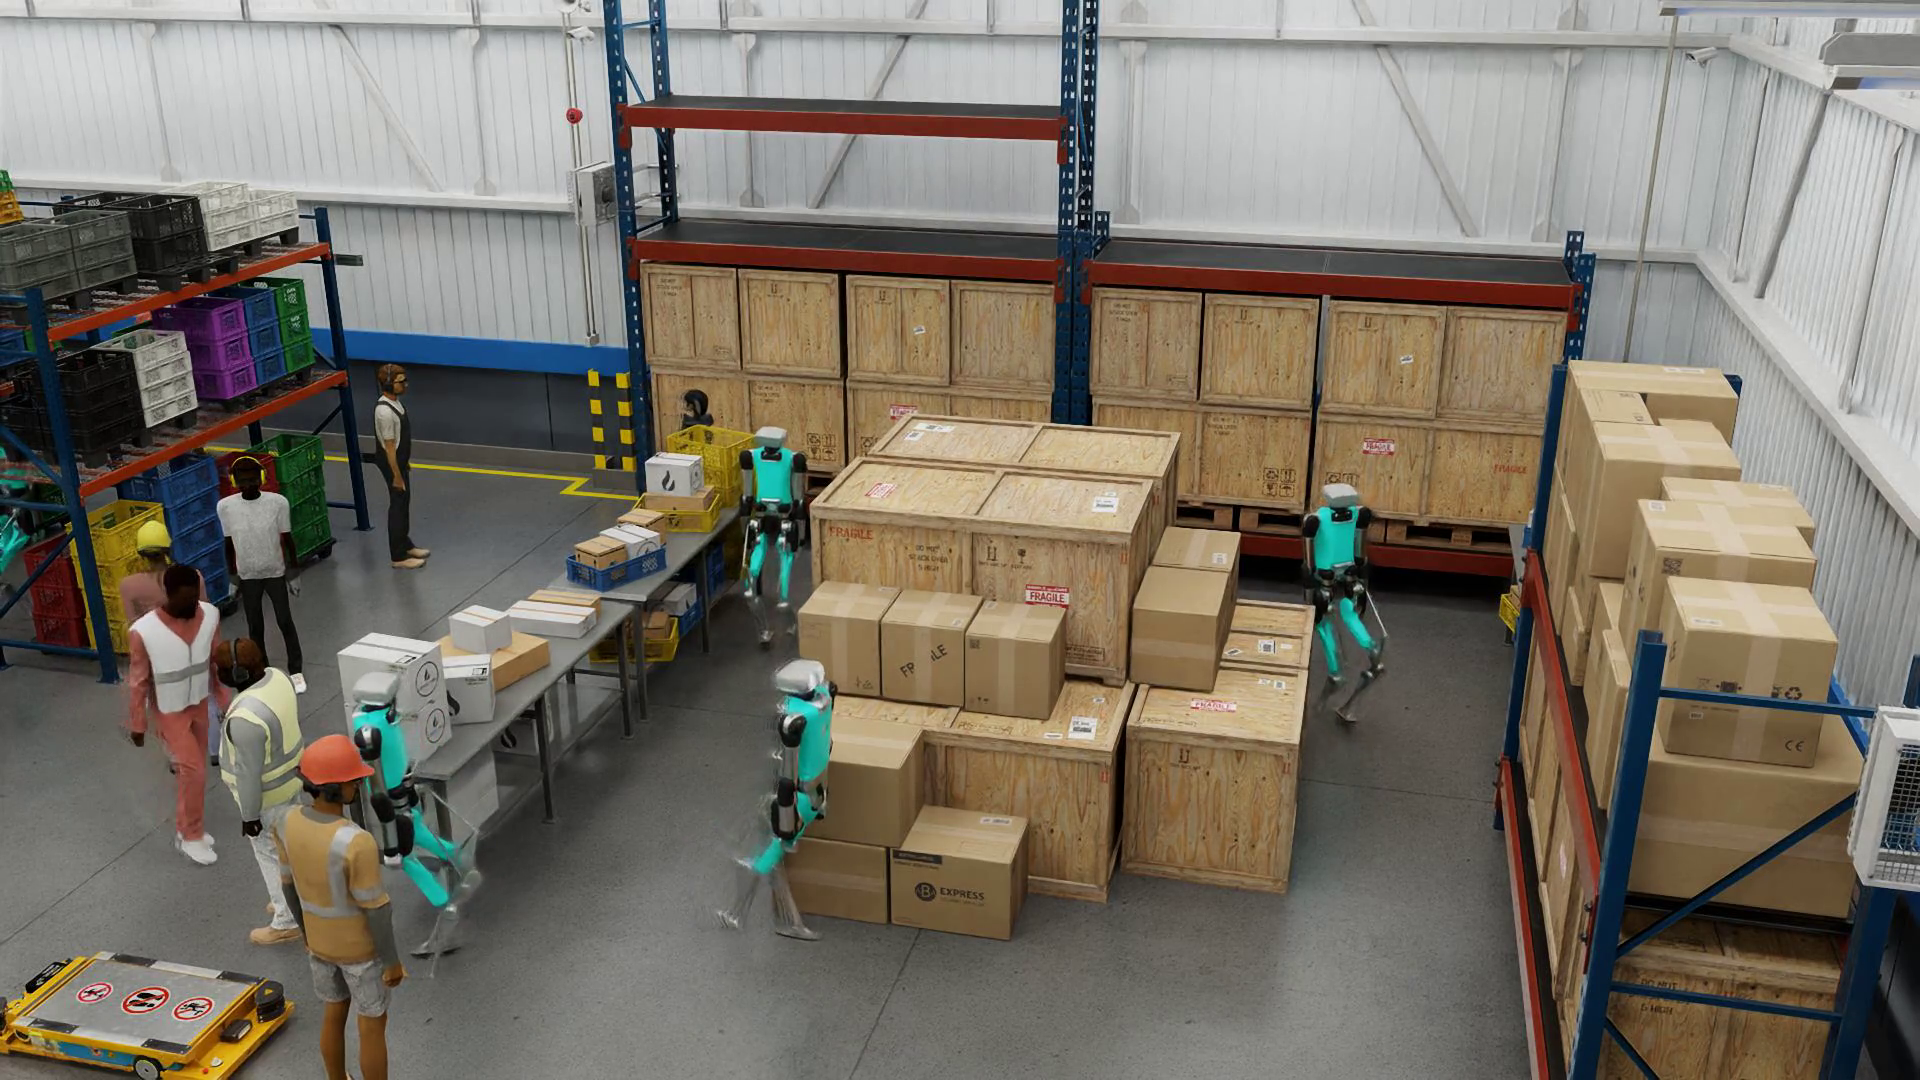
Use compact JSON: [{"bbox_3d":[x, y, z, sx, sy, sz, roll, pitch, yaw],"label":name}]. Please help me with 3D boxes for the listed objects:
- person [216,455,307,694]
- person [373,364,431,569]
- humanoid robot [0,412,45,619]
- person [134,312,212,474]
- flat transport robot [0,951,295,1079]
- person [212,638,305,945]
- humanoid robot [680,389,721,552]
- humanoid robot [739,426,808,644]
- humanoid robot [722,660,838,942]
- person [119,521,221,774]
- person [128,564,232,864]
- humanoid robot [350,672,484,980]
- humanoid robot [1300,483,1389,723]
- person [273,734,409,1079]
[{"bbox_3d":[-5.085,0.268,12.124,0.497,1.861,0.331,-5,22,-13],"label":"person"},{"bbox_3d":[-4.910,-0.640,14.535,0.347,1.839,0.498,-4,21,-11],"label":"person"},{"bbox_3d":[-7.700,-0.059,13.158,0.547,1.766,0.947,5,22,14],"label":"humanoid robot"},{"bbox_3d":[-7.406,-1.213,15.790,0.646,2.012,0.669,2,21,4],"label":"person"},{"bbox_3d":[-4.270,2.464,8.601,1.431,0.231,0.659,5,22,13],"label":"flat transport robot"},{"bbox_3d":[-3.858,1.384,9.244,0.429,1.834,0.631,-1,21,-2],"label":"person"},{"bbox_3d":[-2.321,-0.537,14.494,0.477,1.644,0.612,7,22,18],"label":"humanoid robot"},{"bbox_3d":[-1.471,0.039,12.898,0.542,1.777,0.904,2,21,6],"label":"humanoid robot"},{"bbox_3d":[-1.054,1.508,9.197,0.780,1.894,0.544,7,22,19],"label":"humanoid robot"},{"bbox_3d":[-5.233,0.713,11.078,0.524,1.772,0.304,-9,23,-22],"label":"person"},{"bbox_3d":[-4.662,1.036,10.083,0.660,1.877,0.644,9,23,22],"label":"person"},{"bbox_3d":[-2.851,1.567,8.980,0.662,1.860,0.548,-3,21,-7],"label":"humanoid robot"},{"bbox_3d":[2.709,0.535,11.621,0.544,1.801,0.798,-7,22,-19],"label":"humanoid robot"},{"bbox_3d":[-2.835,1.841,7.755,0.613,2.036,0.387,11,24,27],"label":"person"}]
